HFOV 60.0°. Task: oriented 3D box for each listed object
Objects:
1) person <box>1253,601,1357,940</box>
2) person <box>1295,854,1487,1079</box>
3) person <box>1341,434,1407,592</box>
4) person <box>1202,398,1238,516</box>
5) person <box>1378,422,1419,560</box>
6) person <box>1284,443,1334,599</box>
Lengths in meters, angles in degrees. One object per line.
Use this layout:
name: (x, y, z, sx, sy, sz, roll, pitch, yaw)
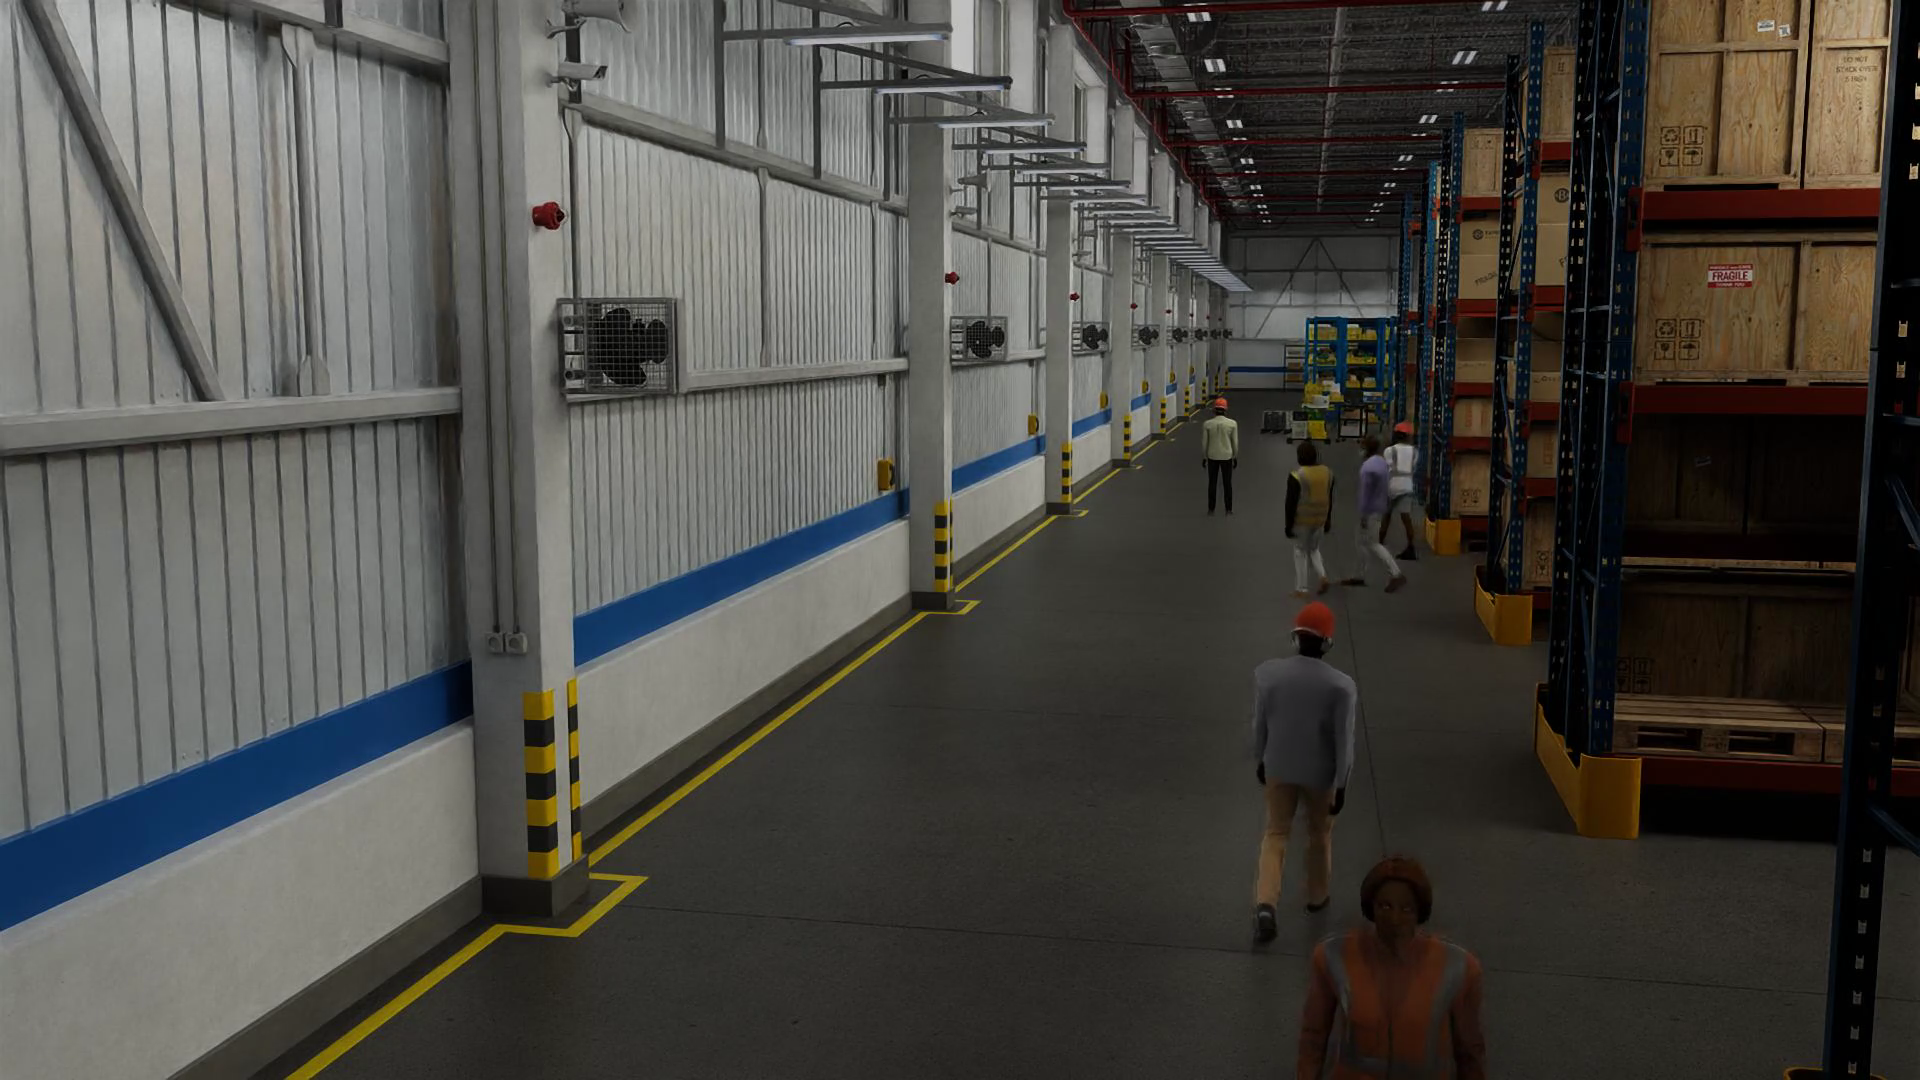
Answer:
person: (1.756, 1.176, 8.600, 0.561, 1.724, 0.836, 3, 8, 25)
person: (1.252, 1.700, 4.872, 0.534, 1.591, 0.886, 3, 8, 20)
person: (5.013, -0.330, 19.987, 0.885, 1.904, 0.670, 5, 8, 33)
person: (4.391, -1.396, 28.078, 0.608, 1.995, 0.377, 1, 7, 9)
person: (6.012, -0.680, 22.834, 0.573, 1.879, 0.987, -2, 7, -17)
person: (4.019, -0.213, 19.261, 0.644, 1.826, 0.436, -4, 8, -27)
